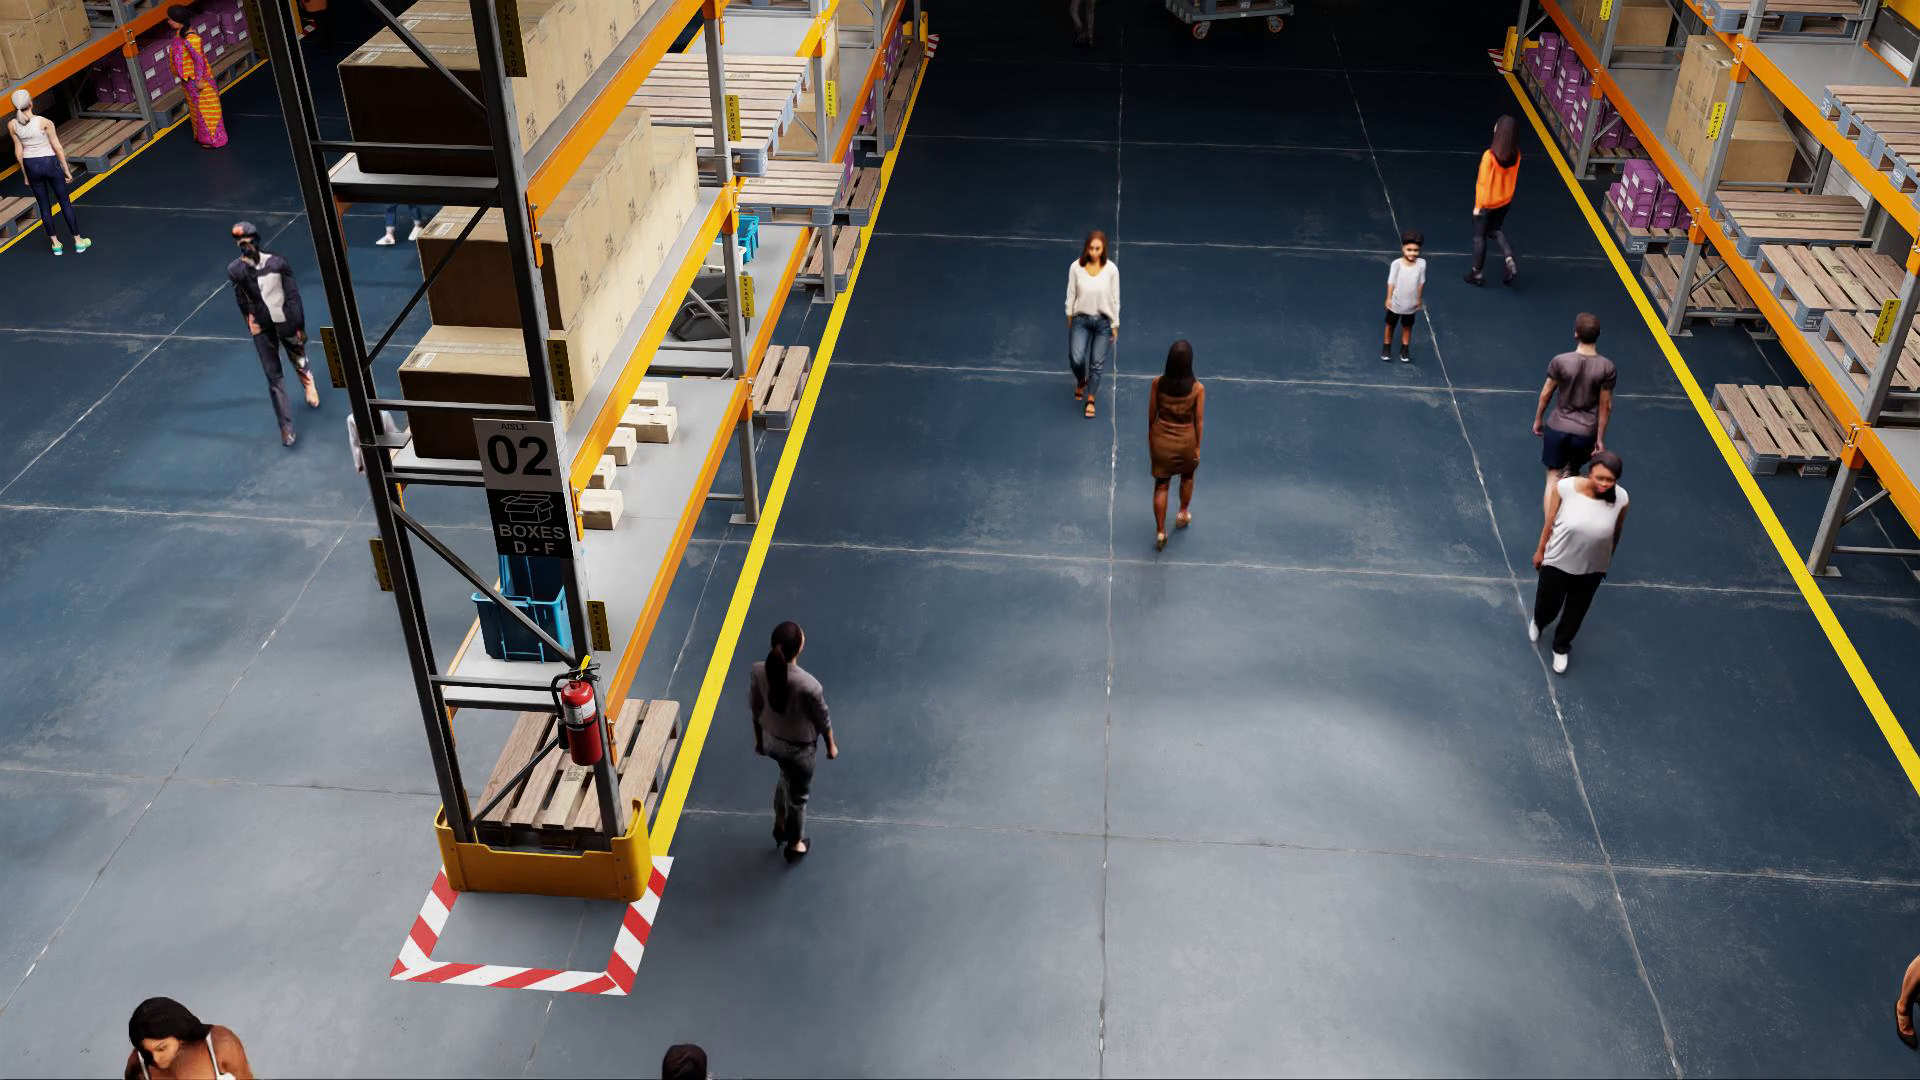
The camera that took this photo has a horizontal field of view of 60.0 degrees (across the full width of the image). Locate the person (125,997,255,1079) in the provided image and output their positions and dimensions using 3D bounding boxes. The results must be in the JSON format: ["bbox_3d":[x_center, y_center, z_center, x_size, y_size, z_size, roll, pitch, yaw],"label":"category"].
[{"bbox_3d":[-3.308,2.587,7.349,0.914,1.790,1.096,-14,36,-21],"label":"person"}]

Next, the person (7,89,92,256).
[{"bbox_3d":[-9.341,-3.751,16.964,0.672,1.702,0.646,-9,35,-13],"label":"person"}]

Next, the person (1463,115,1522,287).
[{"bbox_3d":[5.247,-3.237,16.162,0.877,1.733,0.972,-18,37,-24],"label":"person"}]

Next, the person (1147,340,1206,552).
[{"bbox_3d":[1.567,-0.659,12.341,0.668,1.670,0.801,9,35,13],"label":"person"}]

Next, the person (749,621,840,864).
[{"bbox_3d":[-1.017,1.235,9.500,0.704,1.661,0.709,18,38,25],"label":"person"}]

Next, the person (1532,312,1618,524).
[{"bbox_3d":[4.515,-0.737,12.341,0.854,1.800,1.247,12,35,17],"label":"person"}]

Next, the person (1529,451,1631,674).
[{"bbox_3d":[4.141,0.097,11.199,0.715,1.675,0.738,7,34,11],"label":"person"}]

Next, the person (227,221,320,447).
[{"bbox_3d":[-5.689,-1.804,13.902,1.008,1.849,1.321,-10,35,-15],"label":"person"}]

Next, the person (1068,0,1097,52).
[{"bbox_3d":[1.784,-7.498,22.599,0.709,1.704,0.768,-24,40,-31],"label":"person"}]

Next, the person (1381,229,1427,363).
[{"bbox_3d":[4.029,-2.224,15.069,0.470,1.256,0.474,3,34,4],"label":"person"}]

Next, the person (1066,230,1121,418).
[{"bbox_3d":[1.146,-1.877,14.172,0.646,1.671,0.655,6,34,9],"label":"person"}]

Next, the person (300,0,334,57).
[{"bbox_3d":[-8.780,-7.455,22.525,0.803,1.714,0.634,-6,34,-10],"label":"person"}]

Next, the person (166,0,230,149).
[{"bbox_3d":[-9.024,-5.486,19.585,0.840,1.690,0.780,-25,41,-32],"label":"person"}]
